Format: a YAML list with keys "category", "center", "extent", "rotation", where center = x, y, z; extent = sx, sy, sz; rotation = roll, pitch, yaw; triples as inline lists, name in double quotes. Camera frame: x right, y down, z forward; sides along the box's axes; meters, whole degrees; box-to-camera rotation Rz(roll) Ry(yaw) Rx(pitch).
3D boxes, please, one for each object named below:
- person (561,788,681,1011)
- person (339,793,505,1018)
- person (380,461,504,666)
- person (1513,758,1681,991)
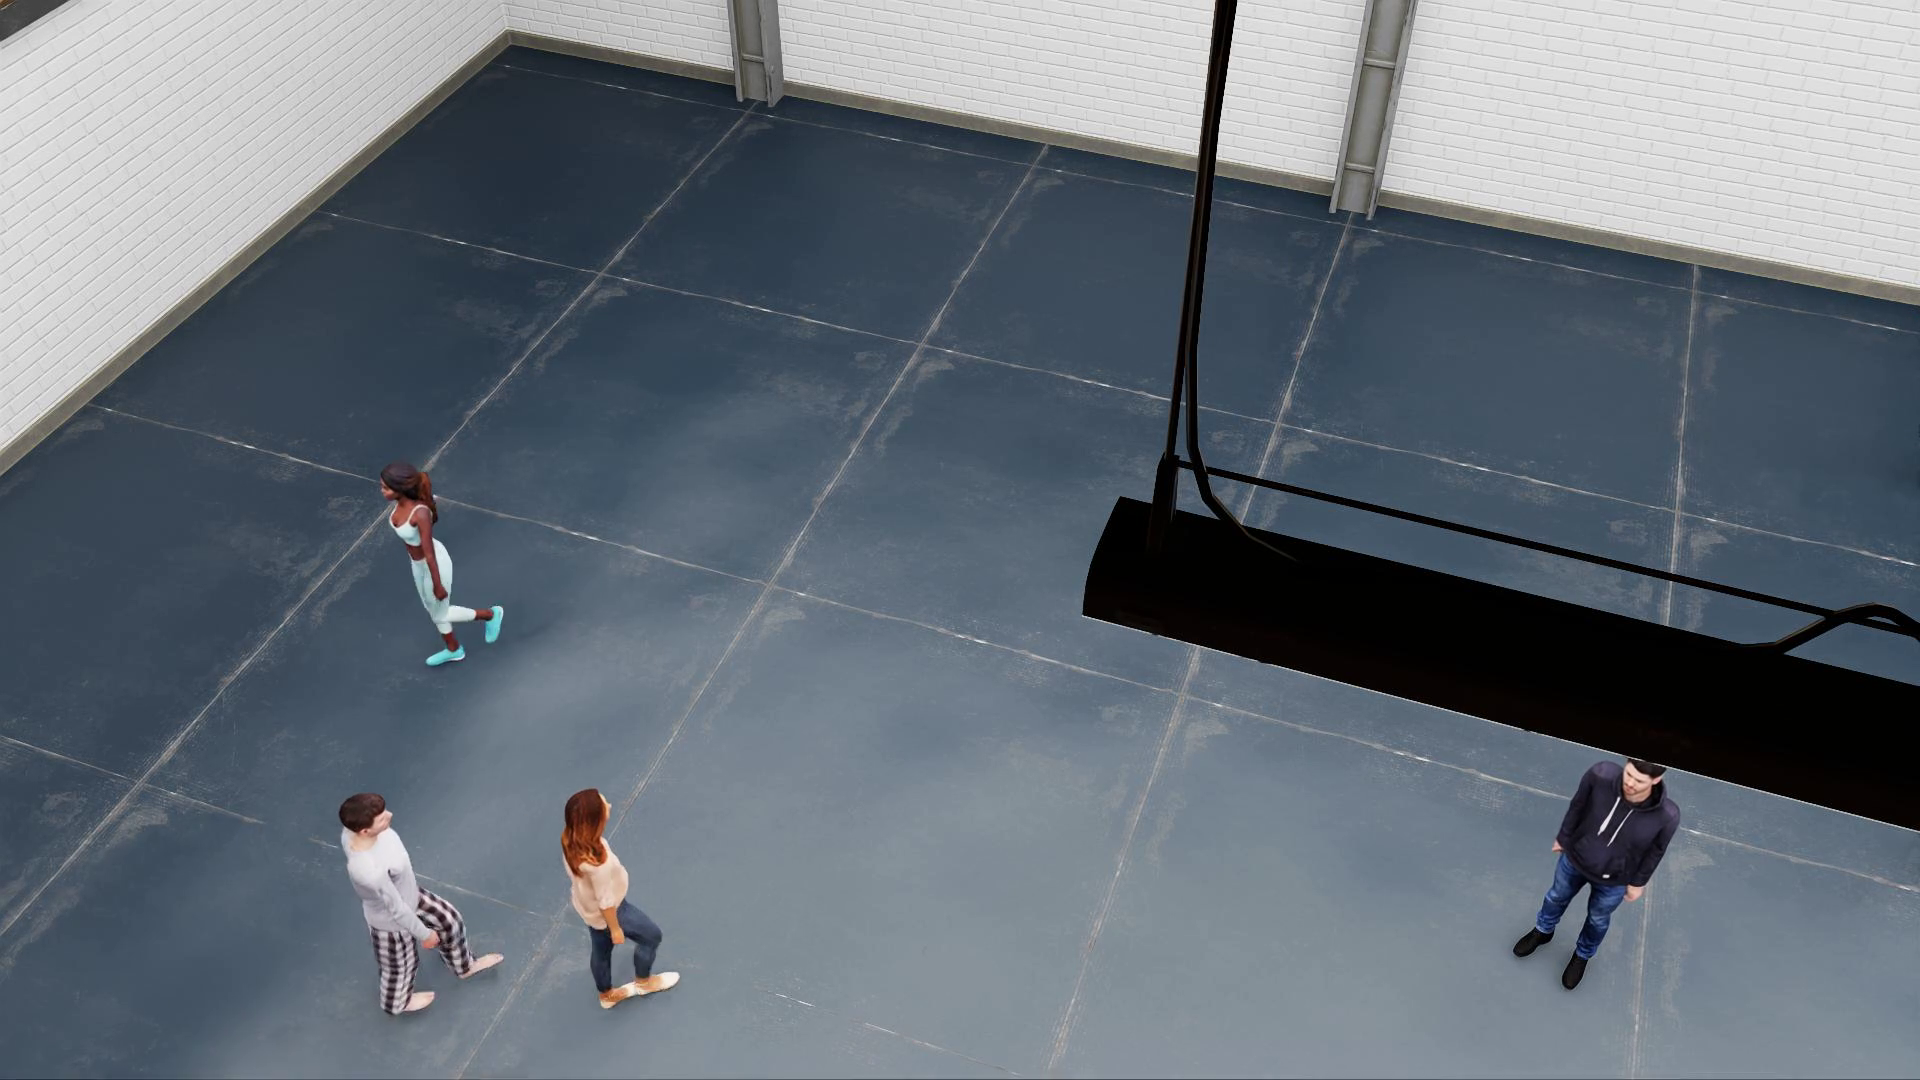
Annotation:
- category: "person"
  center: [-1.953, 1.959, 8.756]
  extent: [0.837, 1.780, 0.775]
  rotation: [-24, 49, -23]
- category: "person"
  center: [-3.062, 1.957, 8.725]
  extent: [1.055, 1.825, 0.971]
  rotation: [-14, 45, -14]
- category: "person"
  center: [-3.333, 0.153, 10.702]
  extent: [0.872, 1.711, 0.849]
  rotation: [-26, 49, -24]
- category: "person"
  center: [3.455, 1.710, 8.934]
  extent: [0.654, 1.894, 0.809]
  rotation: [33, 52, 29]
